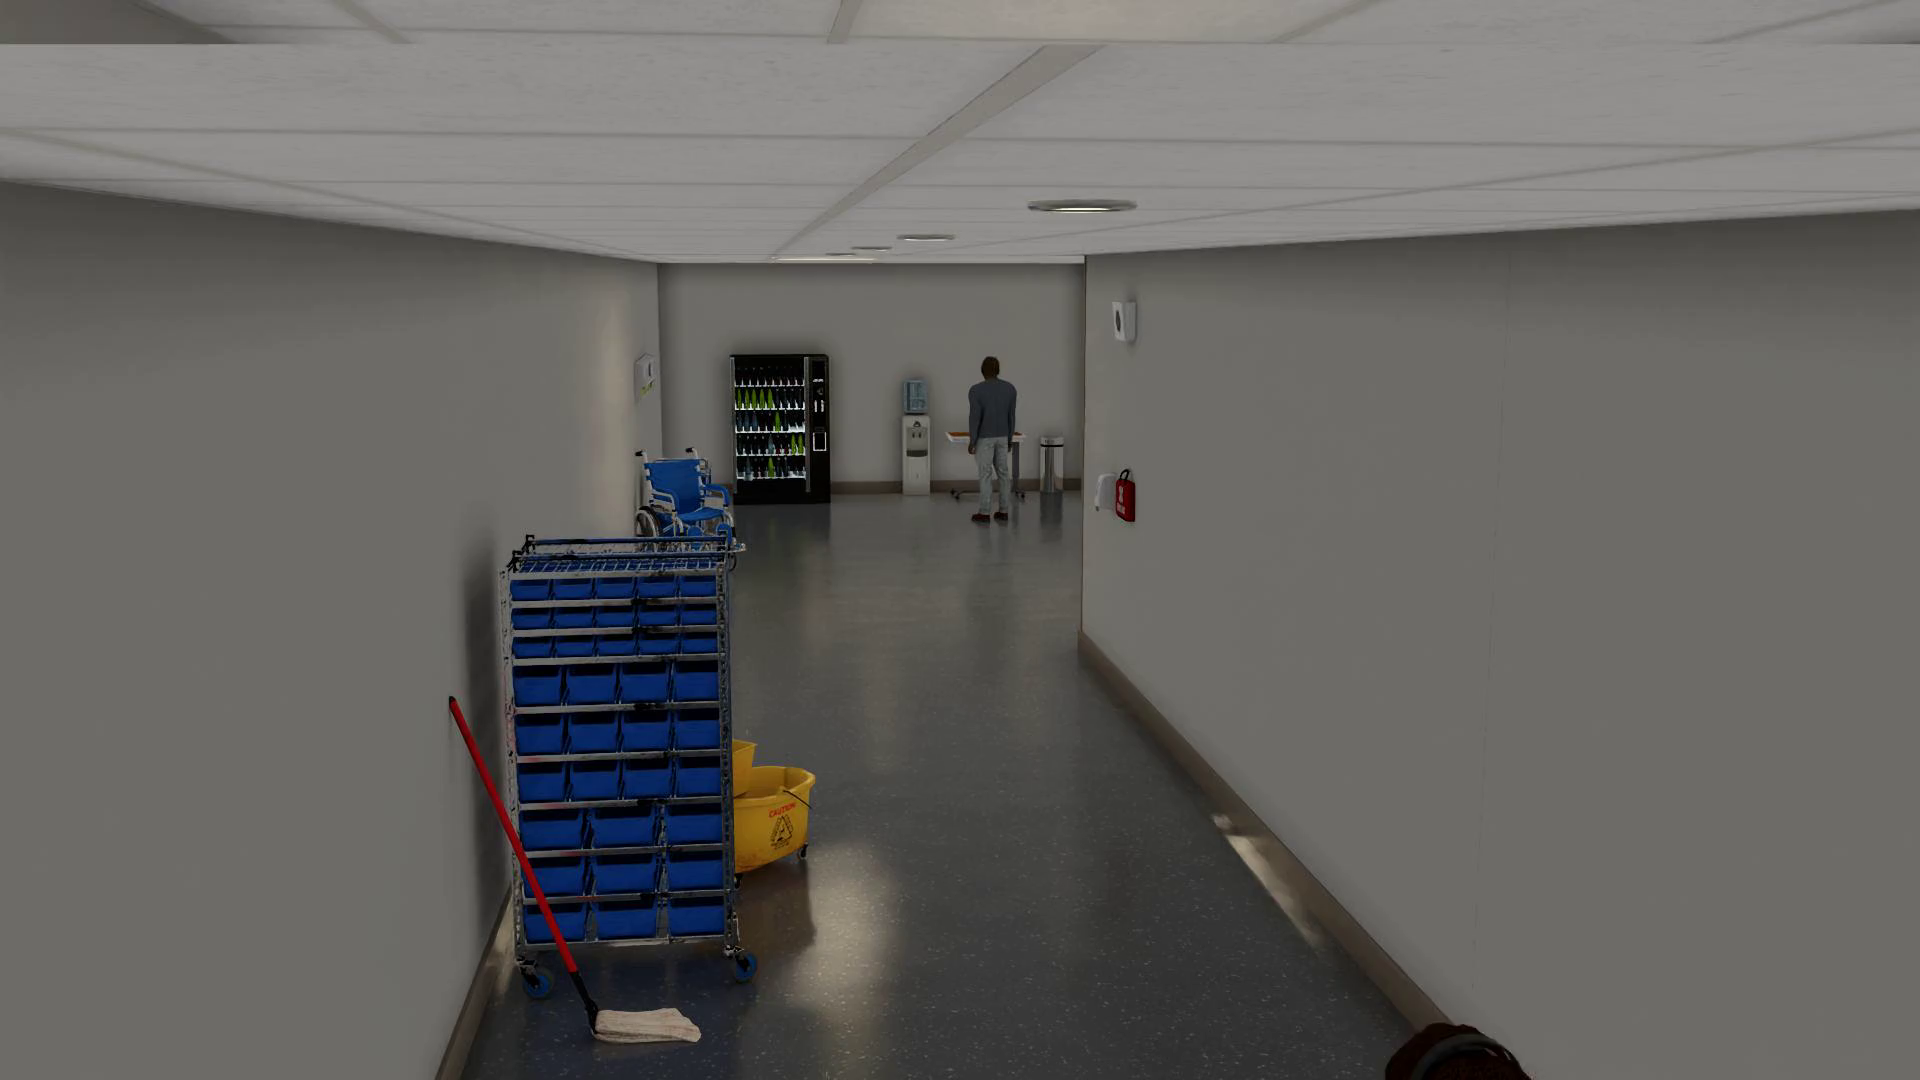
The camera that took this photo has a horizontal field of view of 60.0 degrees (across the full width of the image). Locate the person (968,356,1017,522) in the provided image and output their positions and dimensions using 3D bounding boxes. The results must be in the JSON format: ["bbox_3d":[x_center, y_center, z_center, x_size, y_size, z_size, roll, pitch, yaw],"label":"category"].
[{"bbox_3d":[0.361,-1.172,19.355,0.632,1.940,0.372,-5,11,-31],"label":"person"}]

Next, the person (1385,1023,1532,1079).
[{"bbox_3d":[0.706,1.604,2.391,0.638,1.821,0.636,-3,10,-18],"label":"person"}]
